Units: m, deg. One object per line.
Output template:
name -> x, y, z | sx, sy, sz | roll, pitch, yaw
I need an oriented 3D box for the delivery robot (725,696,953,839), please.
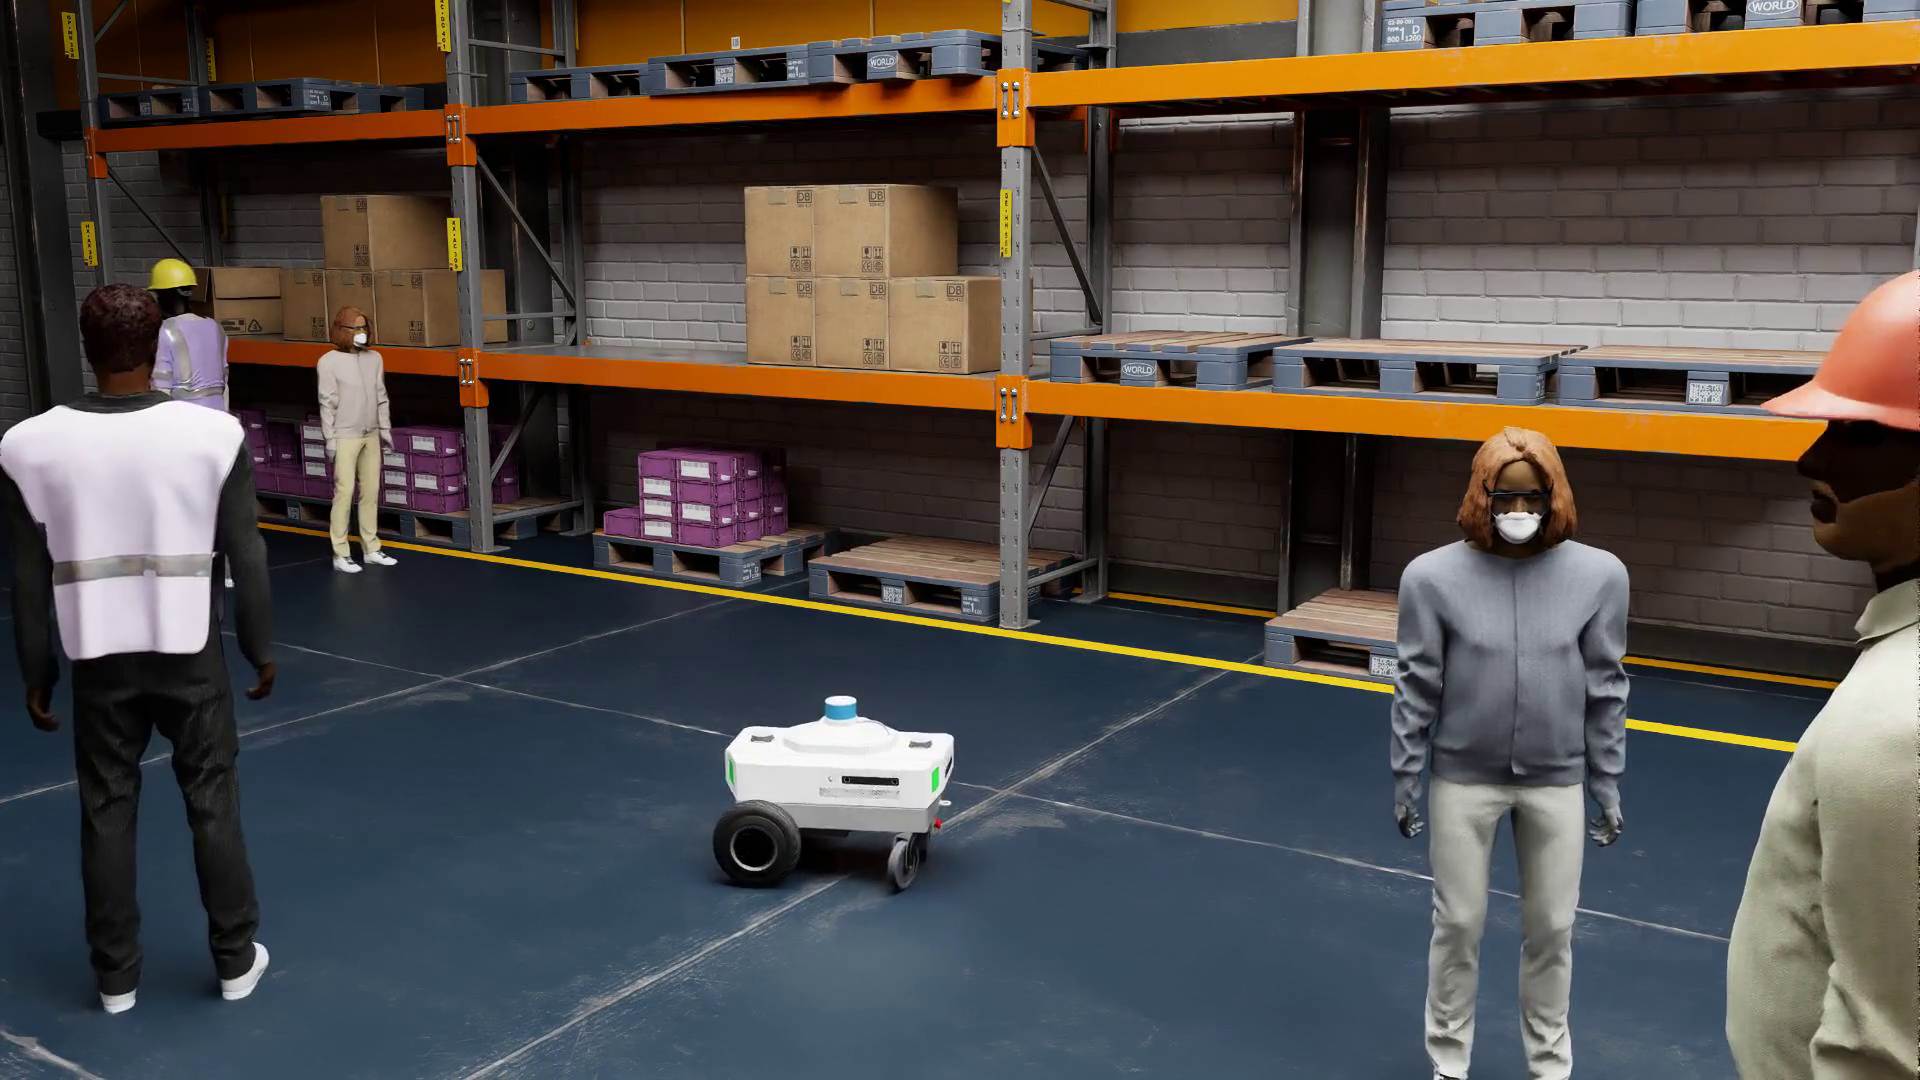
delivery robot -> -0.380, 0.746, 5.353 | 0.707, 0.478, 0.477 | 1, 10, 7

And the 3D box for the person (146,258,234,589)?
person -> -4.394, -0.632, 9.482 | 0.394, 1.921, 0.589 | 2, 10, 13

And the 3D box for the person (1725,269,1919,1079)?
person -> 1.033, 0.701, 1.864 | 0.374, 1.995, 0.622 | 10, 14, 43

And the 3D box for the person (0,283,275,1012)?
person -> -2.130, 0.295, 4.355 | 0.607, 1.910, 0.394 | -3, 11, -18

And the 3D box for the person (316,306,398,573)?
person -> -3.706, -0.617, 10.208 | 0.282, 1.624, 0.497 | 5, 11, 24

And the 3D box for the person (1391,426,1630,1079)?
person -> 1.220, 0.553, 3.727 | 0.506, 1.622, 0.298 | 1, 10, 8
